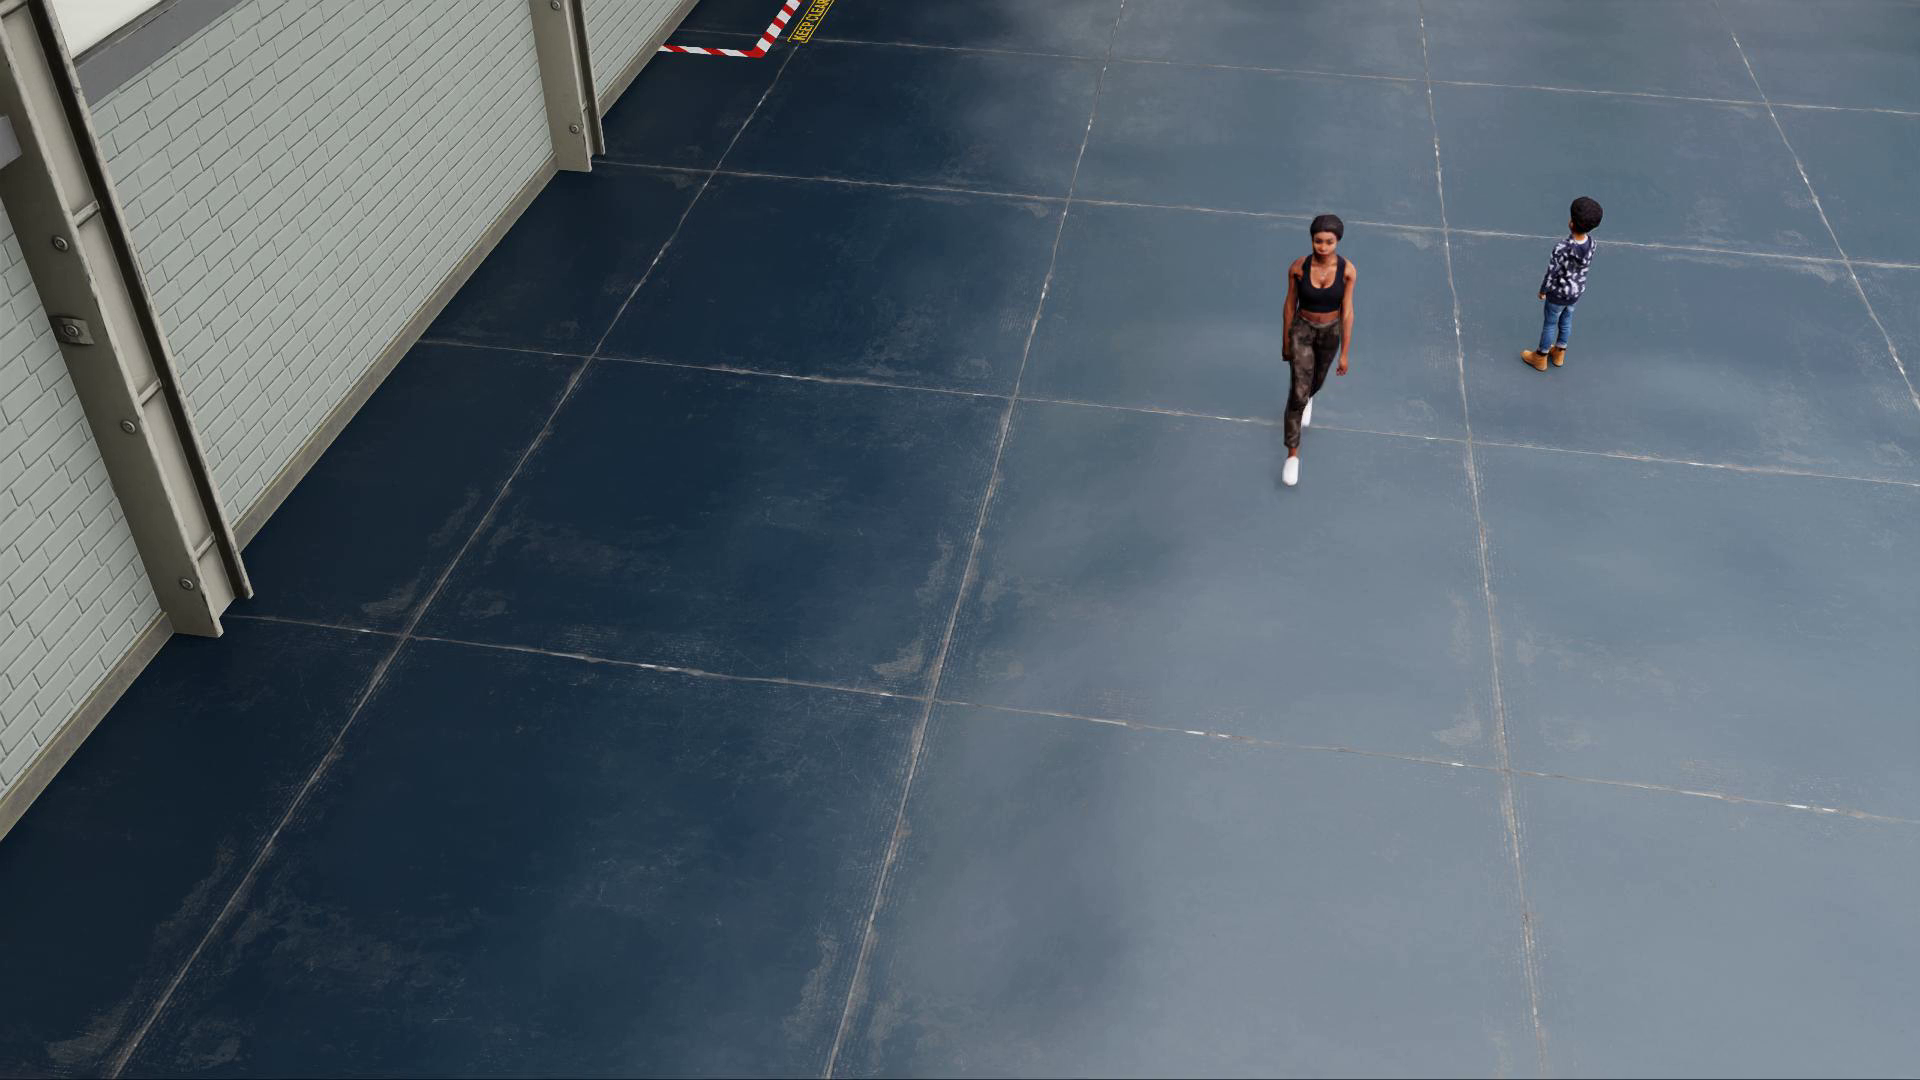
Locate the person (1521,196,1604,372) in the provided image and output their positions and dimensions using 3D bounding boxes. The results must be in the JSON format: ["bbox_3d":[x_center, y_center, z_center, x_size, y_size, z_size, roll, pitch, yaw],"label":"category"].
[{"bbox_3d":[4.076,-1.728,11.205,0.582,1.251,0.619,-13,40,-16],"label":"person"}]

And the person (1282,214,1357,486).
[{"bbox_3d":[2.204,-1.267,10.284,0.578,1.659,1.148,5,38,7],"label":"person"}]
